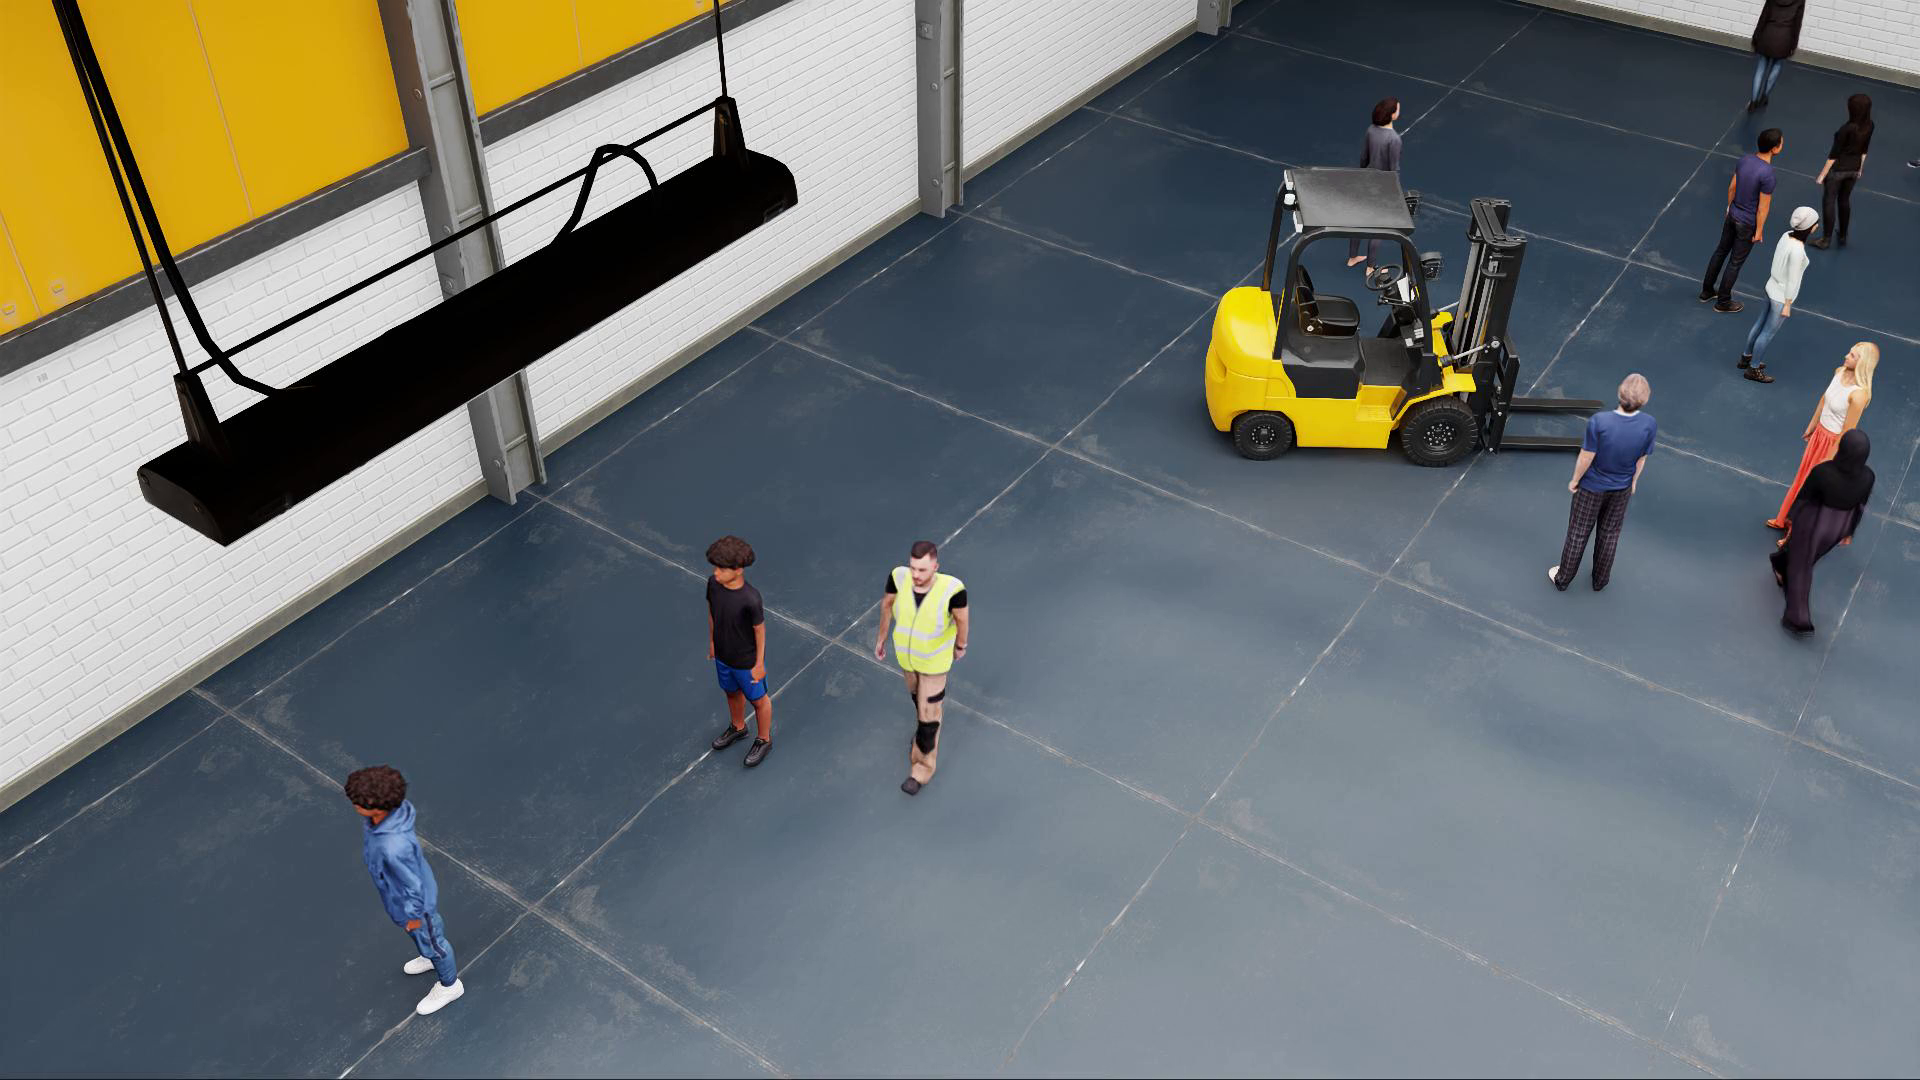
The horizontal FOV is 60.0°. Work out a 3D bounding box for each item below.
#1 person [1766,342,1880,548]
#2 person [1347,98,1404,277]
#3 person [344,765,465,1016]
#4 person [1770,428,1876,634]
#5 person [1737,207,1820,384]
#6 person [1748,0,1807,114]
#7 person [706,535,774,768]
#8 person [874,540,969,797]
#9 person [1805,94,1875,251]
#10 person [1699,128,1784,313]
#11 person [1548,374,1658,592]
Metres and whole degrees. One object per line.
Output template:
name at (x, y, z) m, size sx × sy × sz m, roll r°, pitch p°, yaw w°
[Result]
person at (6.569, -0.716, 12.563) m, size 0.785 × 1.803 × 0.683 m, roll 3°, pitch 39°, yaw 4°
person at (4.002, -3.397, 15.948) m, size 0.643 × 1.767 × 0.677 m, roll -23°, pitch 44°, yaw -26°
person at (-3.074, 1.921, 9.256) m, size 0.741 × 1.809 × 0.758 m, roll -17°, pitch 42°, yaw -20°
person at (6.178, -0.068, 11.913) m, size 0.980 × 1.601 × 1.171 m, roll 2°, pitch 39°, yaw 2°
person at (7.152, -2.157, 14.495) m, size 0.706 × 1.645 × 0.589 m, roll 4°, pitch 39°, yaw 4°
person at (9.233, -5.621, 18.850) m, size 0.682 × 1.622 × 0.658 m, roll 19°, pitch 42°, yaw 22°
person at (-1.429, 0.703, 10.790) m, size 0.596 × 1.799 × 0.554 m, roll 24°, pitch 44°, yaw 27°
person at (-0.215, 0.686, 10.800) m, size 0.795 × 1.811 × 1.102 m, roll 17°, pitch 42°, yaw 20°
person at (8.710, -3.613, 16.337) m, size 0.707 × 1.620 × 0.831 m, roll -6°, pitch 39°, yaw -7°
person at (7.242, -2.970, 15.392) m, size 0.735 × 1.793 × 0.714 m, roll -12°, pitch 40°, yaw -14°
person at (4.707, -0.405, 12.119) m, size 0.738 × 1.871 × 0.732 m, roll 3°, pitch 39°, yaw 4°
